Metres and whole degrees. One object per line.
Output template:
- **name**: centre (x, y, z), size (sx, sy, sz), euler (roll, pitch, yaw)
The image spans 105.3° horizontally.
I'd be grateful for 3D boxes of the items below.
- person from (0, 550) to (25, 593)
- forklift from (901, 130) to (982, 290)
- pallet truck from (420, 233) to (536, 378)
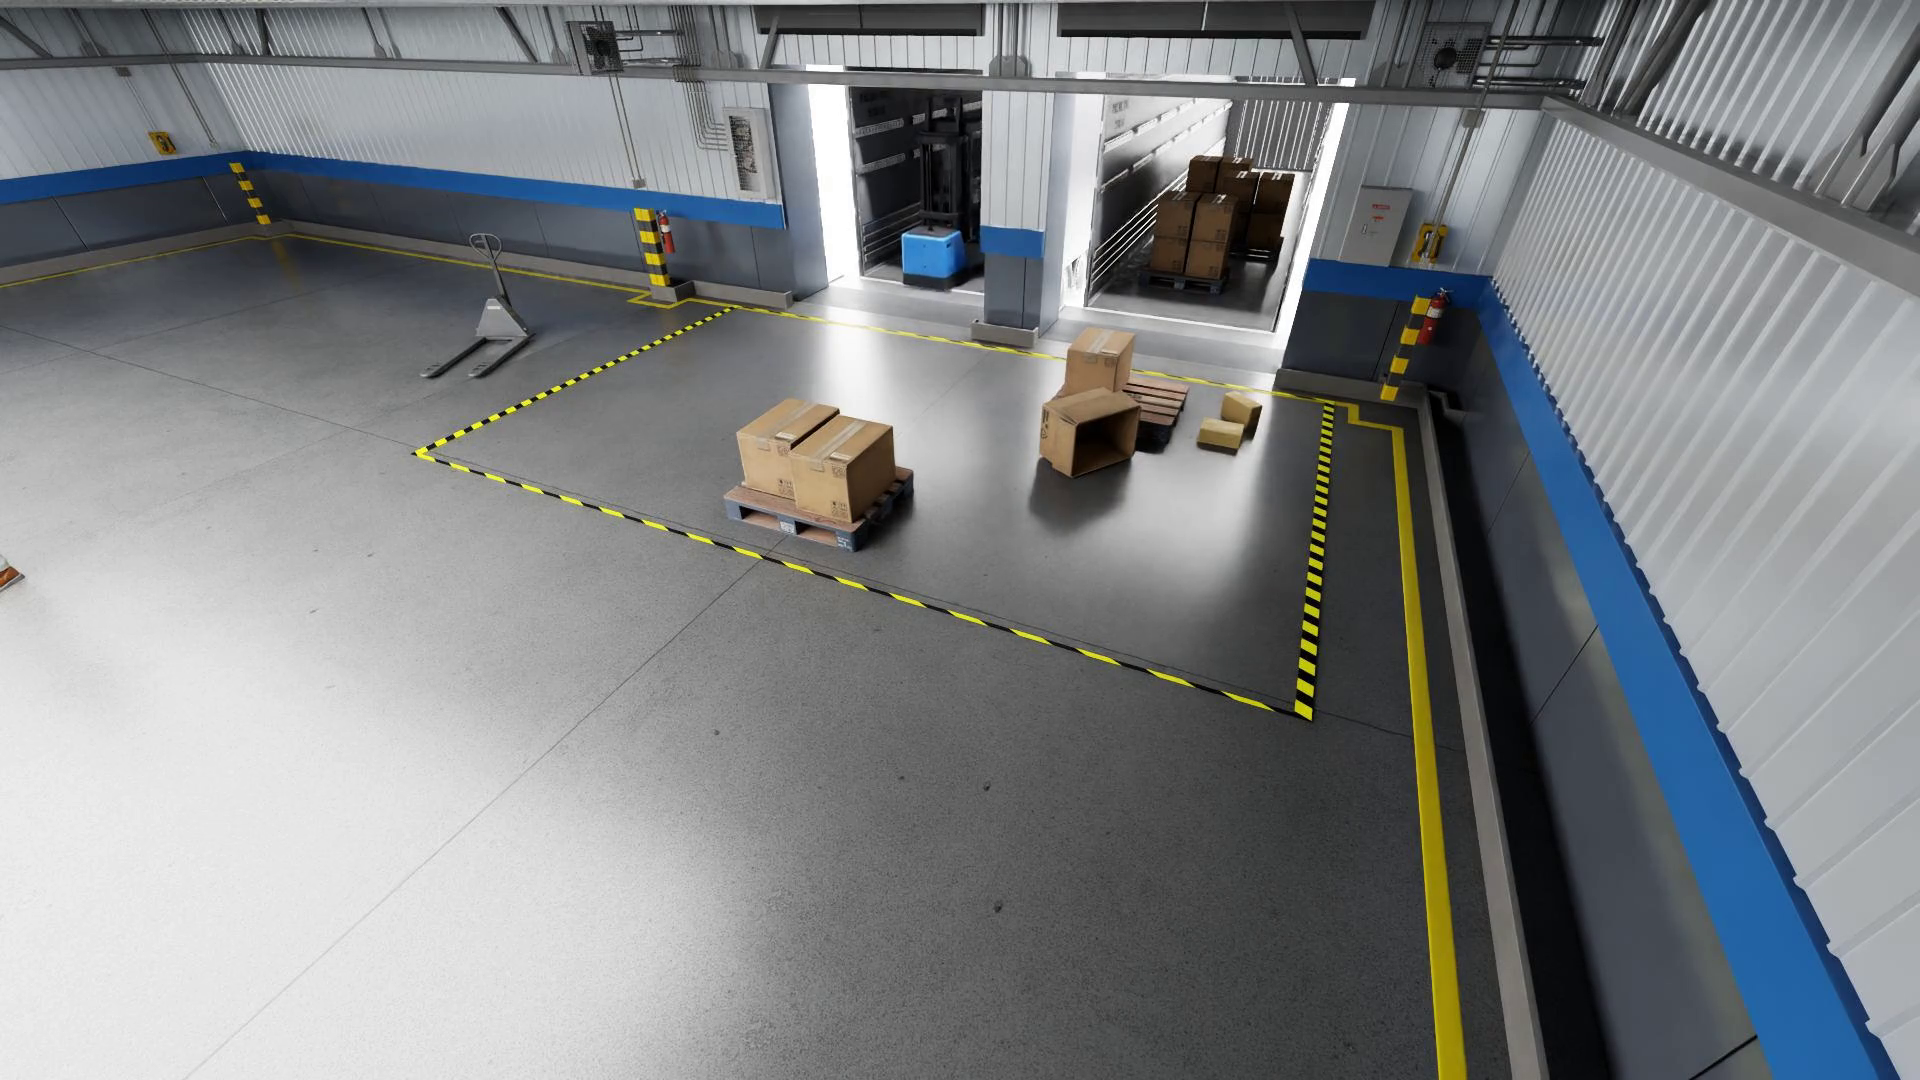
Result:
- **person**: centre (-6.903, -0.452, 4.644), size (0.604, 1.947, 0.403), euler (8, 36, 11)
- **forklift**: centre (-0.358, -4.736, 10.576), size (0.716, 2.013, 0.776), euler (15, 38, 20)
- **pallet truck**: centre (-5.664, -2.712, 8.427), size (0.680, 1.201, 1.601), euler (0, 35, -1)
